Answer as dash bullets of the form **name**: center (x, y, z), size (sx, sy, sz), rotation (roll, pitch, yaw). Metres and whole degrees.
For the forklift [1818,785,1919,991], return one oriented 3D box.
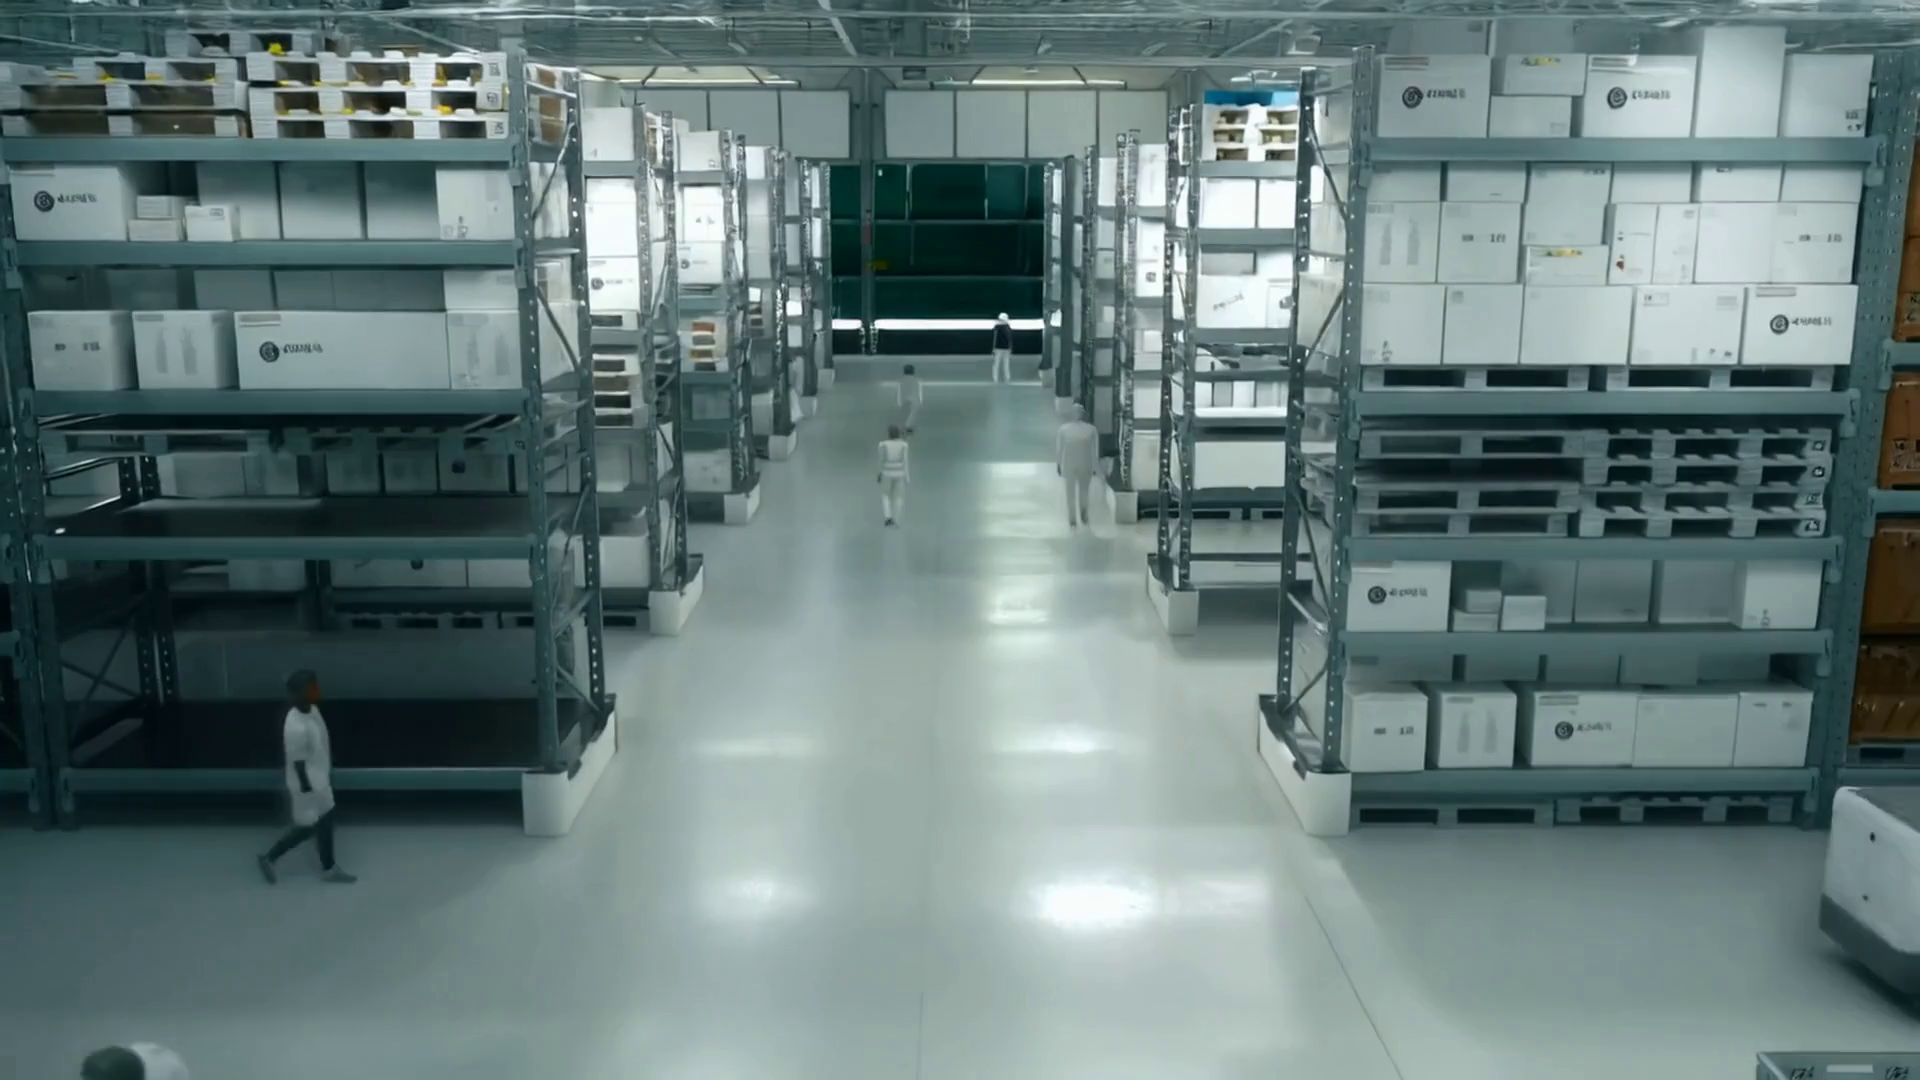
- **forklift**: center (6.817, 1.413, 10.699), size (1.873, 2.768, 1.129), rotation (0, 11, -1)

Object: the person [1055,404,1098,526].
- **person**: center (1.831, -1.200, 26.129), size (0.665, 1.869, 0.916), rotation (1, 11, 4)

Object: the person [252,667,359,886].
- **person**: center (-4.774, 1.740, 12.043), size (0.625, 1.682, 0.542), rotation (-1, 11, -5)

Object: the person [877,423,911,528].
- **person**: center (-1.030, -1.008, 25.807), size (0.546, 1.621, 0.569), rotation (-2, 12, -10)

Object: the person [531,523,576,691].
- **person**: center (-4.200, 0.590, 17.141), size (0.371, 1.931, 0.629), rotation (-11, 16, -43)

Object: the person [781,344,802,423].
- **person**: center (-3.914, -3.558, 37.964), size (0.636, 1.820, 0.661), rotation (-3, 12, -13)

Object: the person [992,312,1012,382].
- **person**: center (1.159, -5.431, 46.933), size (0.611, 1.966, 0.897), rotation (5, 13, 24)

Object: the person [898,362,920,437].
- **person**: center (-1.082, -3.033, 35.848), size (0.533, 1.616, 0.340), rotation (6, 13, 26)

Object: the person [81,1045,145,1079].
- **person**: center (-3.419, 2.827, 6.697), size (0.742, 1.667, 0.547), rotation (0, 11, -1)
